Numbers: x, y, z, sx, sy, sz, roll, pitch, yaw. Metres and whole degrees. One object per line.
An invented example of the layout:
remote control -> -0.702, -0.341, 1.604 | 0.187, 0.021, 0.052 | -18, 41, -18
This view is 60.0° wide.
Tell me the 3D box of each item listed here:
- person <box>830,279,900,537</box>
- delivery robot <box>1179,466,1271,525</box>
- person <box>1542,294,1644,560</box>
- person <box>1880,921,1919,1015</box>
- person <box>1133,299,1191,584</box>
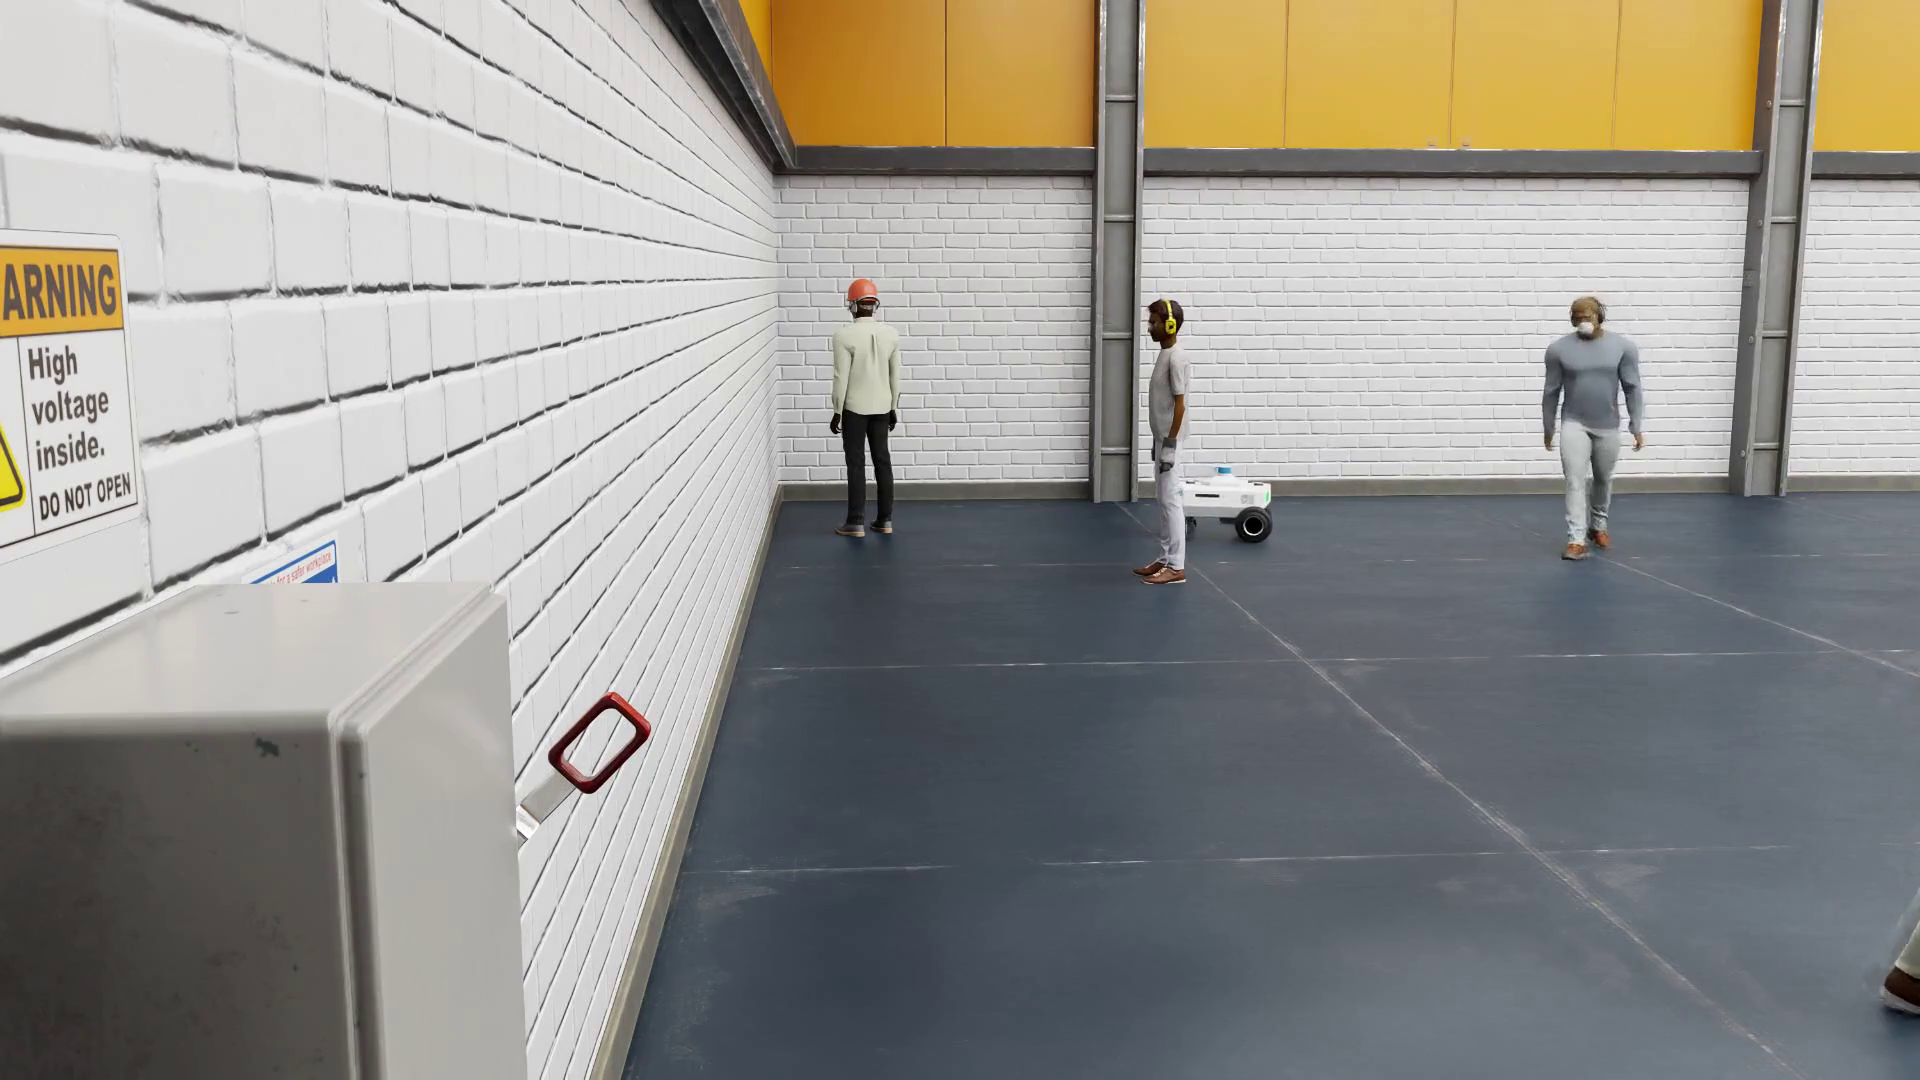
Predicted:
person -> -0.743, -1.025, 12.935 | 0.622, 1.993, 0.382 | -7, 11, -37
delivery robot -> 2.023, -0.328, 12.761 | 0.707, 0.478, 0.477 | 2, 9, 9
person -> 4.583, -0.828, 12.069 | 0.688, 1.928, 0.765 | 3, 10, 18
person -> 2.923, 0.449, 4.240 | 0.958, 1.816, 0.549 | 7, 12, 39
person -> 1.342, -0.643, 10.950 | 0.328, 1.866, 0.510 | 0, 9, -3
